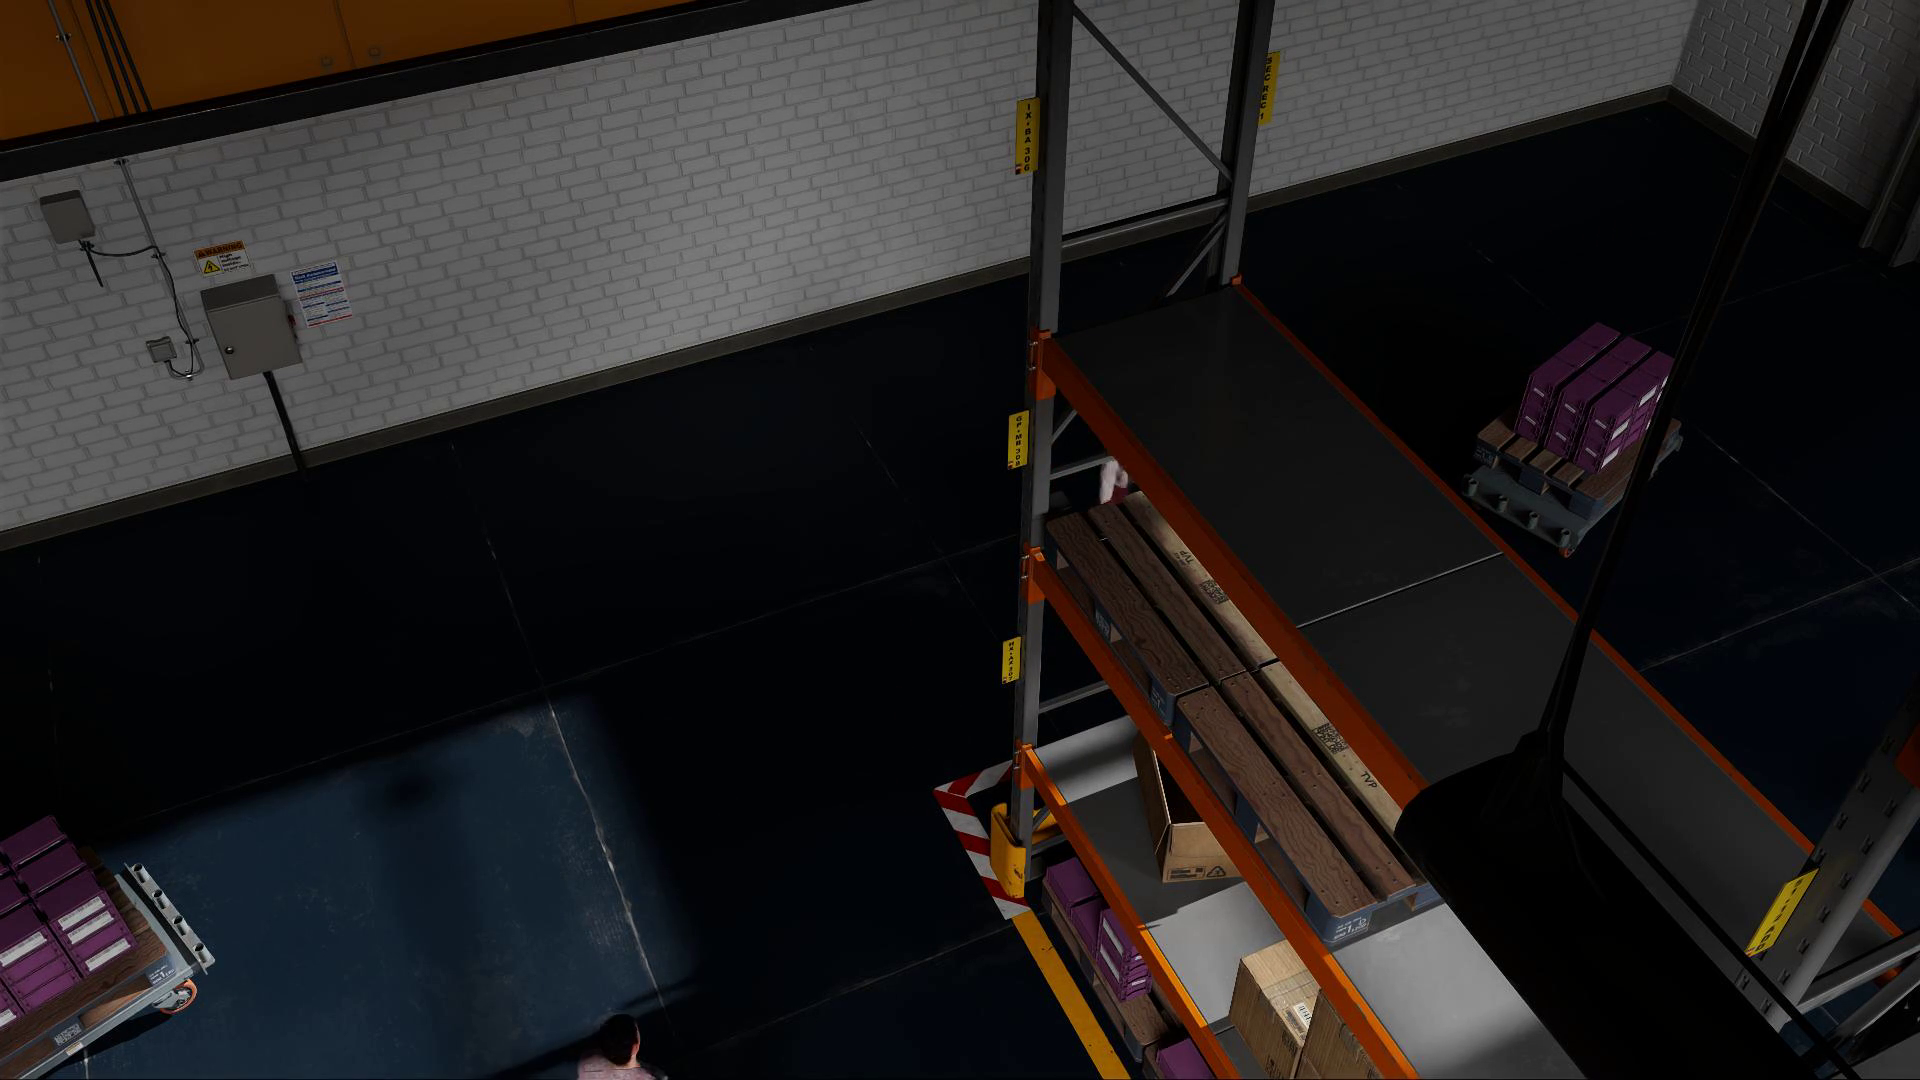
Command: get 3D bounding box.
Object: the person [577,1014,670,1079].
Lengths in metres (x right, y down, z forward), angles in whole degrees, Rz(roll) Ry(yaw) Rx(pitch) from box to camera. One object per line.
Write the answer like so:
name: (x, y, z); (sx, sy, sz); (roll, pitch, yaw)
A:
person: (-1.624, 2.918, 7.906); (1.163, 1.703, 1.154); (23, 48, 22)
